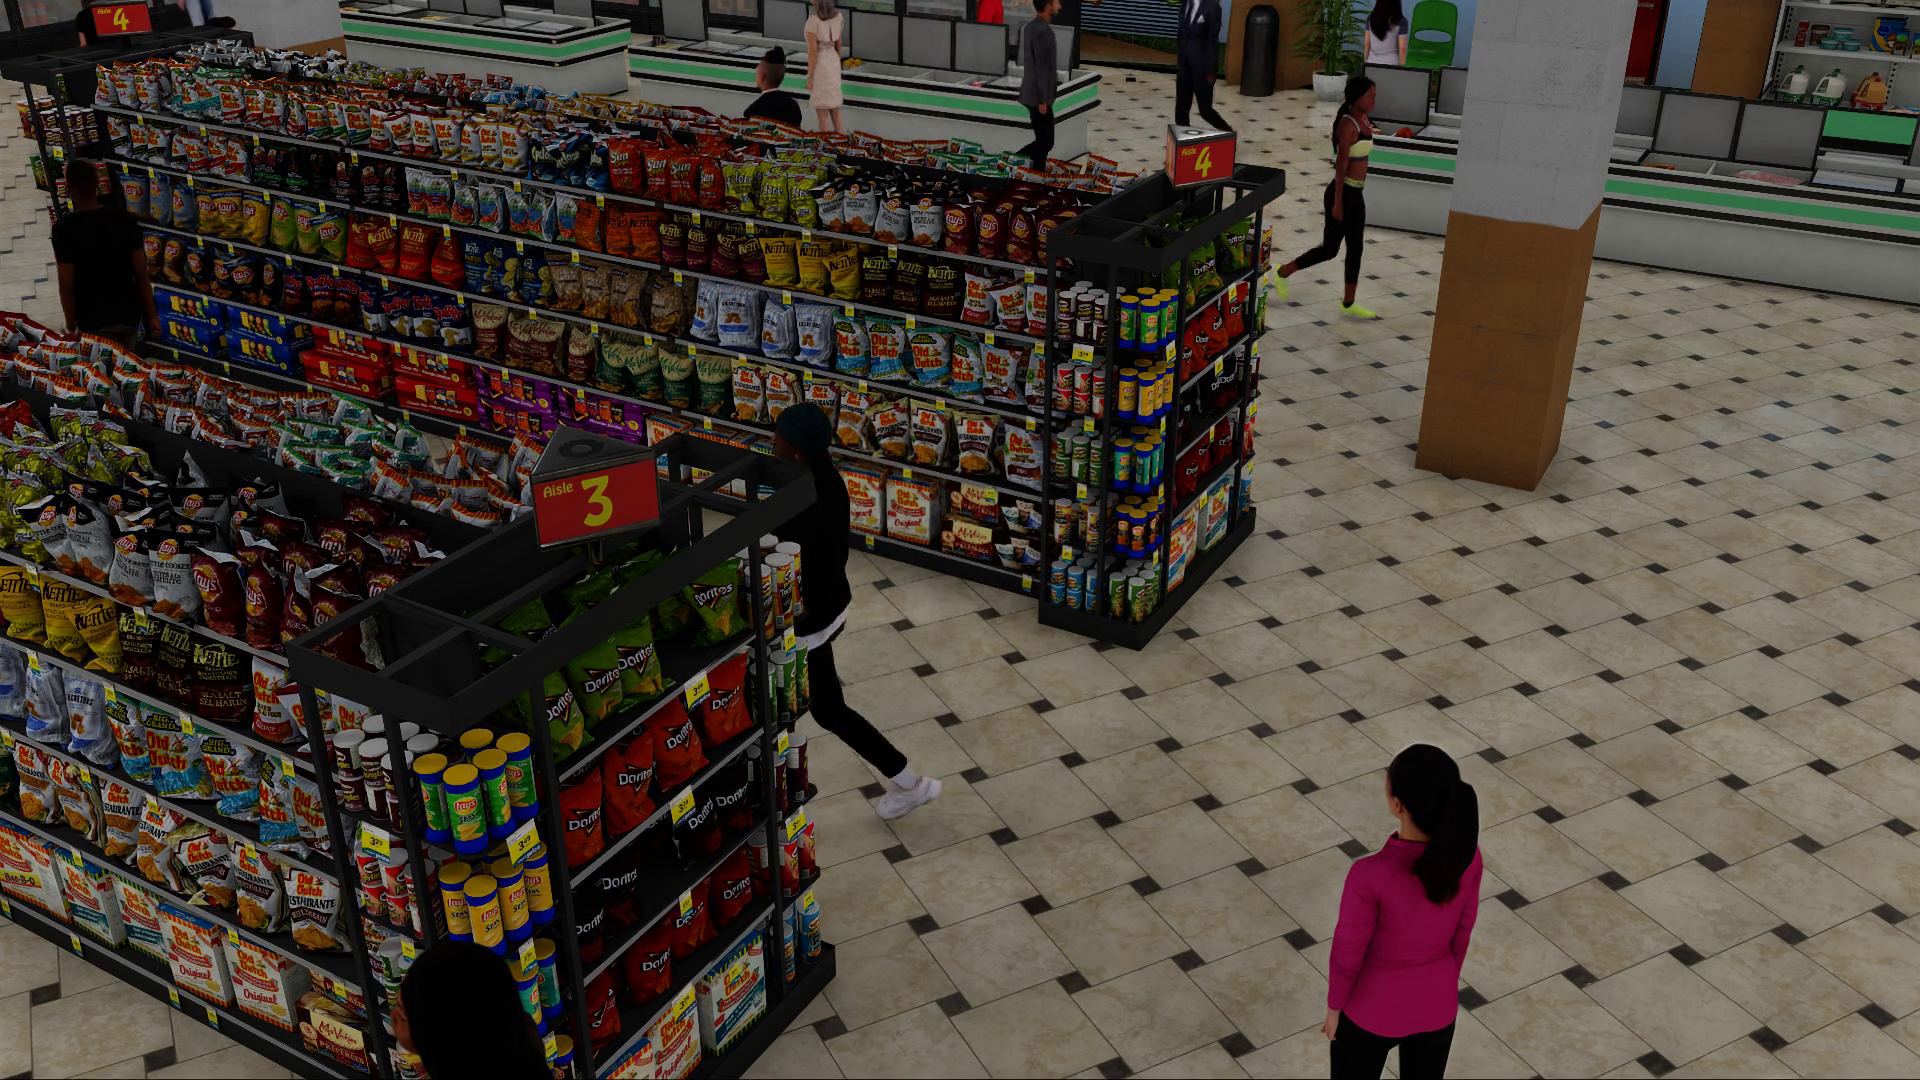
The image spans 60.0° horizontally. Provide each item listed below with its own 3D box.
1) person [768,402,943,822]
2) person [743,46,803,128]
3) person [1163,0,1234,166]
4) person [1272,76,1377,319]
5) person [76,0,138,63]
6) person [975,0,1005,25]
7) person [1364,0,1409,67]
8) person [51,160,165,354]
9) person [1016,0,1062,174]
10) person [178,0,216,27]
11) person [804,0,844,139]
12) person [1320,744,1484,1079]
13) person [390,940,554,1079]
[{"bbox_3d":[-0.495,0.334,6.430,1.281,1.786,0.973,4,27,7],"label":"person"},{"bbox_3d":[-1.270,-2.525,11.904,0.994,1.934,0.794,20,33,34],"label":"person"},{"bbox_3d":[2.329,-4.524,15.991,0.992,1.803,1.052,-23,35,-37],"label":"person"},{"bbox_3d":[2.684,-2.462,12.004,1.027,1.730,0.586,16,31,29],"label":"person"},{"bbox_3d":[-7.867,-4.272,15.442,0.972,1.849,1.029,-6,28,-12],"label":"person"},{"bbox_3d":[0.337,-5.930,18.774,0.600,1.794,0.624,22,34,37],"label":"person"},{"bbox_3d":[4.125,-4.597,16.243,0.514,1.706,0.693,21,34,36],"label":"person"},{"bbox_3d":[-4.855,-1.261,9.579,1.186,1.782,0.776,20,33,33],"label":"person"},{"bbox_3d":[0.627,-3.913,14.726,1.115,1.857,1.033,-7,28,-13],"label":"person"},{"bbox_3d":[-9.179,-6.560,19.981,0.856,1.826,0.955,-19,33,-33],"label":"person"},{"bbox_3d":[-1.279,-4.409,15.840,0.616,1.735,0.647,23,35,37],"label":"person"},{"bbox_3d":[1.220,1.305,4.610,0.673,1.700,0.730,-8,28,-15],"label":"person"},{"bbox_3d":[-1.021,1.650,3.772,0.800,1.842,0.748,-6,27,-11],"label":"person"}]
